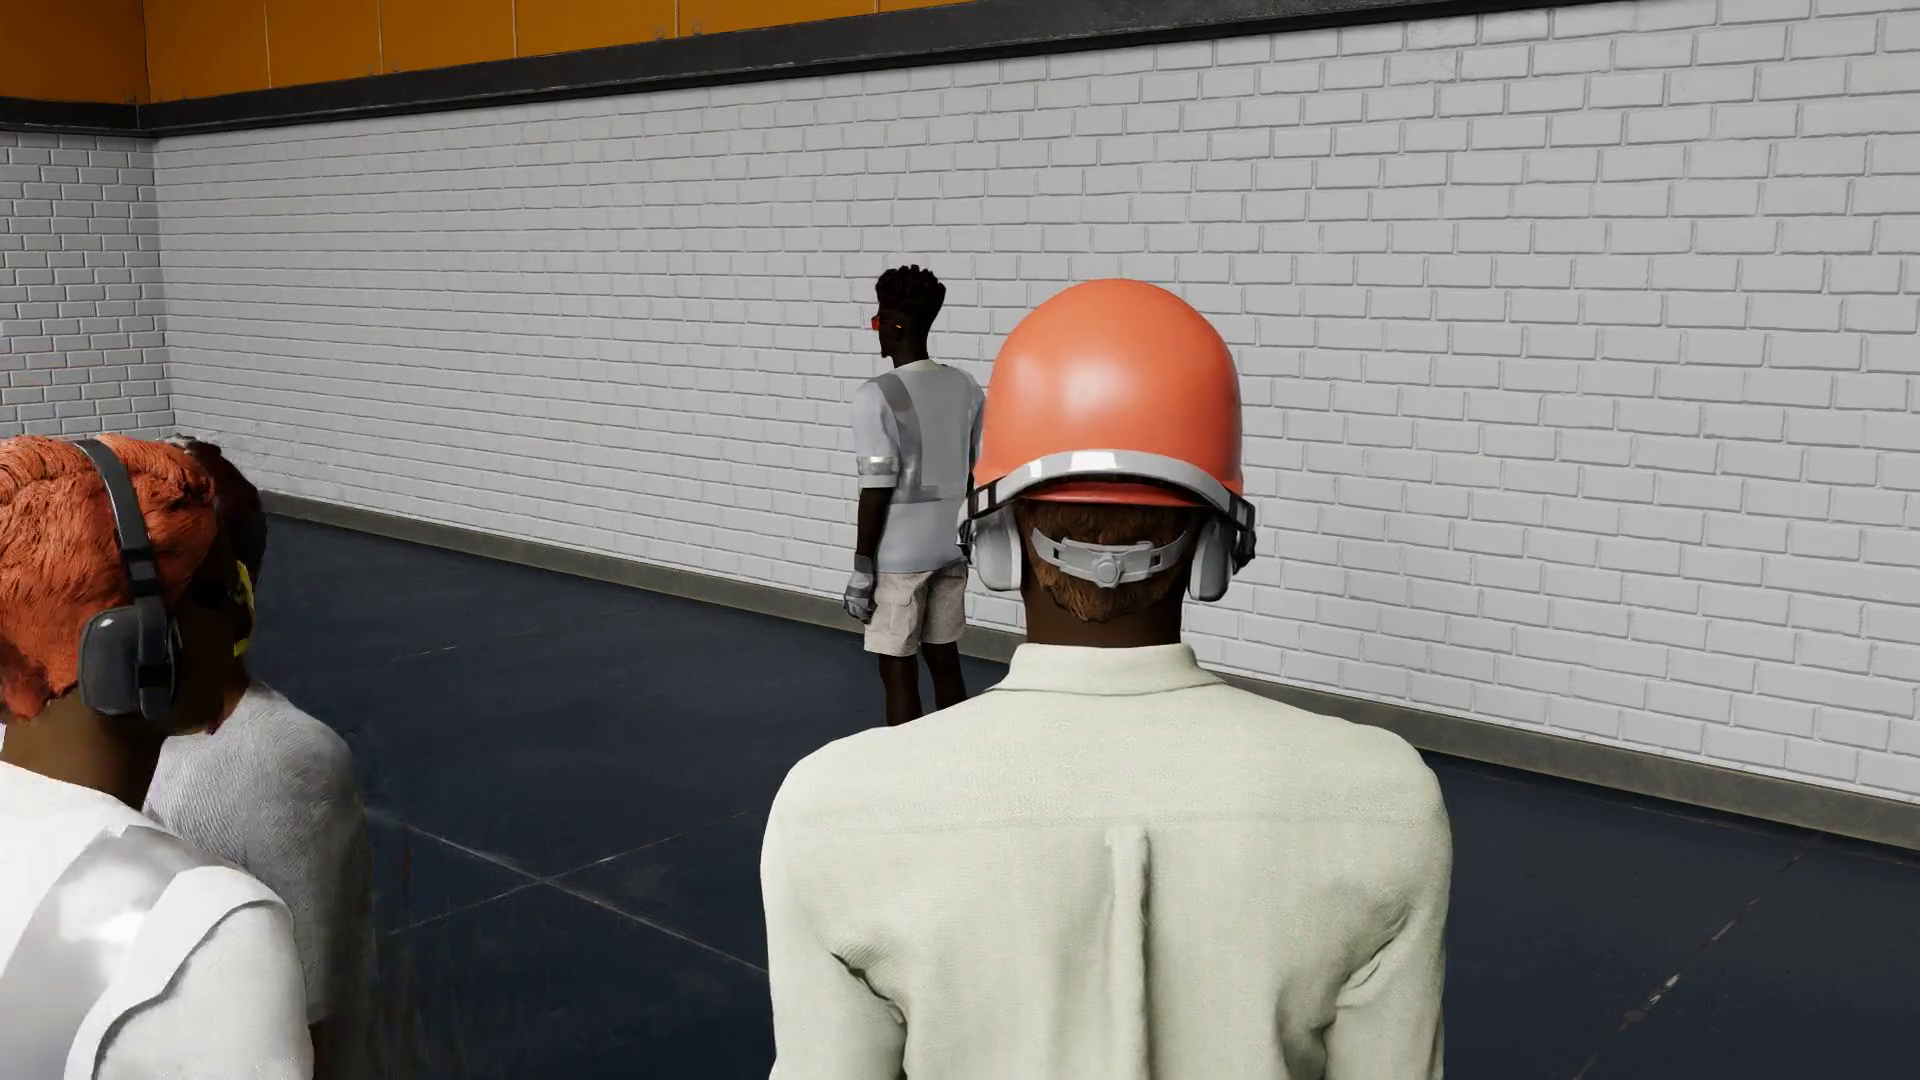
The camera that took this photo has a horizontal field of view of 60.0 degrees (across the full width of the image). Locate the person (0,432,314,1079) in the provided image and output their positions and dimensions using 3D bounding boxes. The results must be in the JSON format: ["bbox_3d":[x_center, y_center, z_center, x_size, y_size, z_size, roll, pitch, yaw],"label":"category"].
[{"bbox_3d":[-0.757,0.838,1.522,0.581,1.865,0.495,8,13,40],"label":"person"}]

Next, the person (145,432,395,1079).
[{"bbox_3d":[-0.901,0.796,1.884,0.935,1.820,0.525,-9,13,-41],"label":"person"}]

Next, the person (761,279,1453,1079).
[{"bbox_3d":[0.130,0.769,1.537,0.608,1.995,0.377,-1,10,-4],"label":"person"}]

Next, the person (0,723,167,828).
[{"bbox_3d":[-0.988,0.783,1.742,0.561,1.906,0.828,2,10,11],"label":"person"}]

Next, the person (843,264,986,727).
[{"bbox_3d":[-0.169,0.040,5.766,0.367,1.966,0.607,8,13,37],"label":"person"}]
